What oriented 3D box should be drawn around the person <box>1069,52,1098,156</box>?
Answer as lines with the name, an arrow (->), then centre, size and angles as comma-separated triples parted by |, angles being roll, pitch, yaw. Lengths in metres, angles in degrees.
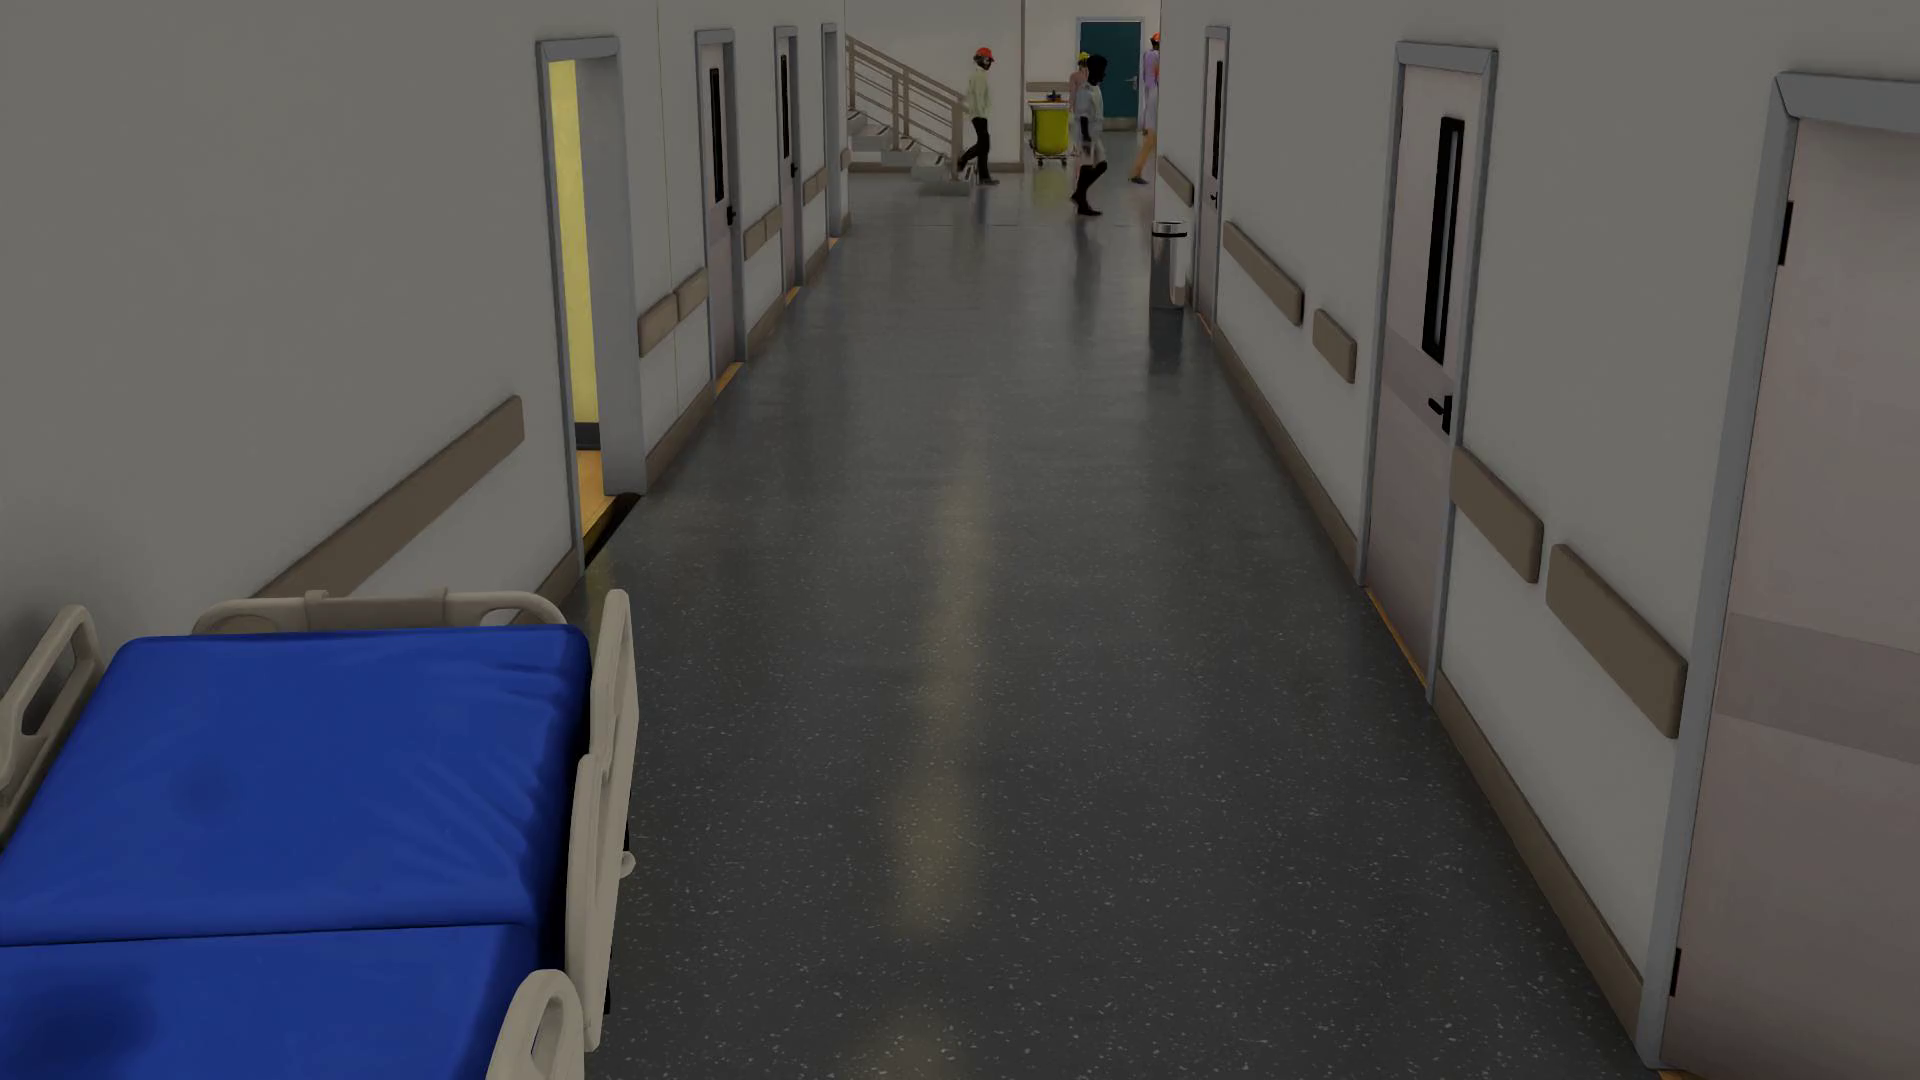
person -> 2.141, -7.591, 28.998 | 0.524, 1.769, 0.308 | -6, 19, -17

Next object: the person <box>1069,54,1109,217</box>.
person -> 1.588, -4.920, 20.306 | 0.418, 1.948, 0.625 | 7, 19, 22

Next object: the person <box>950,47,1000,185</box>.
person -> 0.222, -6.132, 24.108 | 0.640, 1.954, 0.667 | -1, 18, -3

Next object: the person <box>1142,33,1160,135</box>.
person -> 3.956, -9.232, 33.738 | 0.407, 2.029, 0.612 | -11, 21, -30
